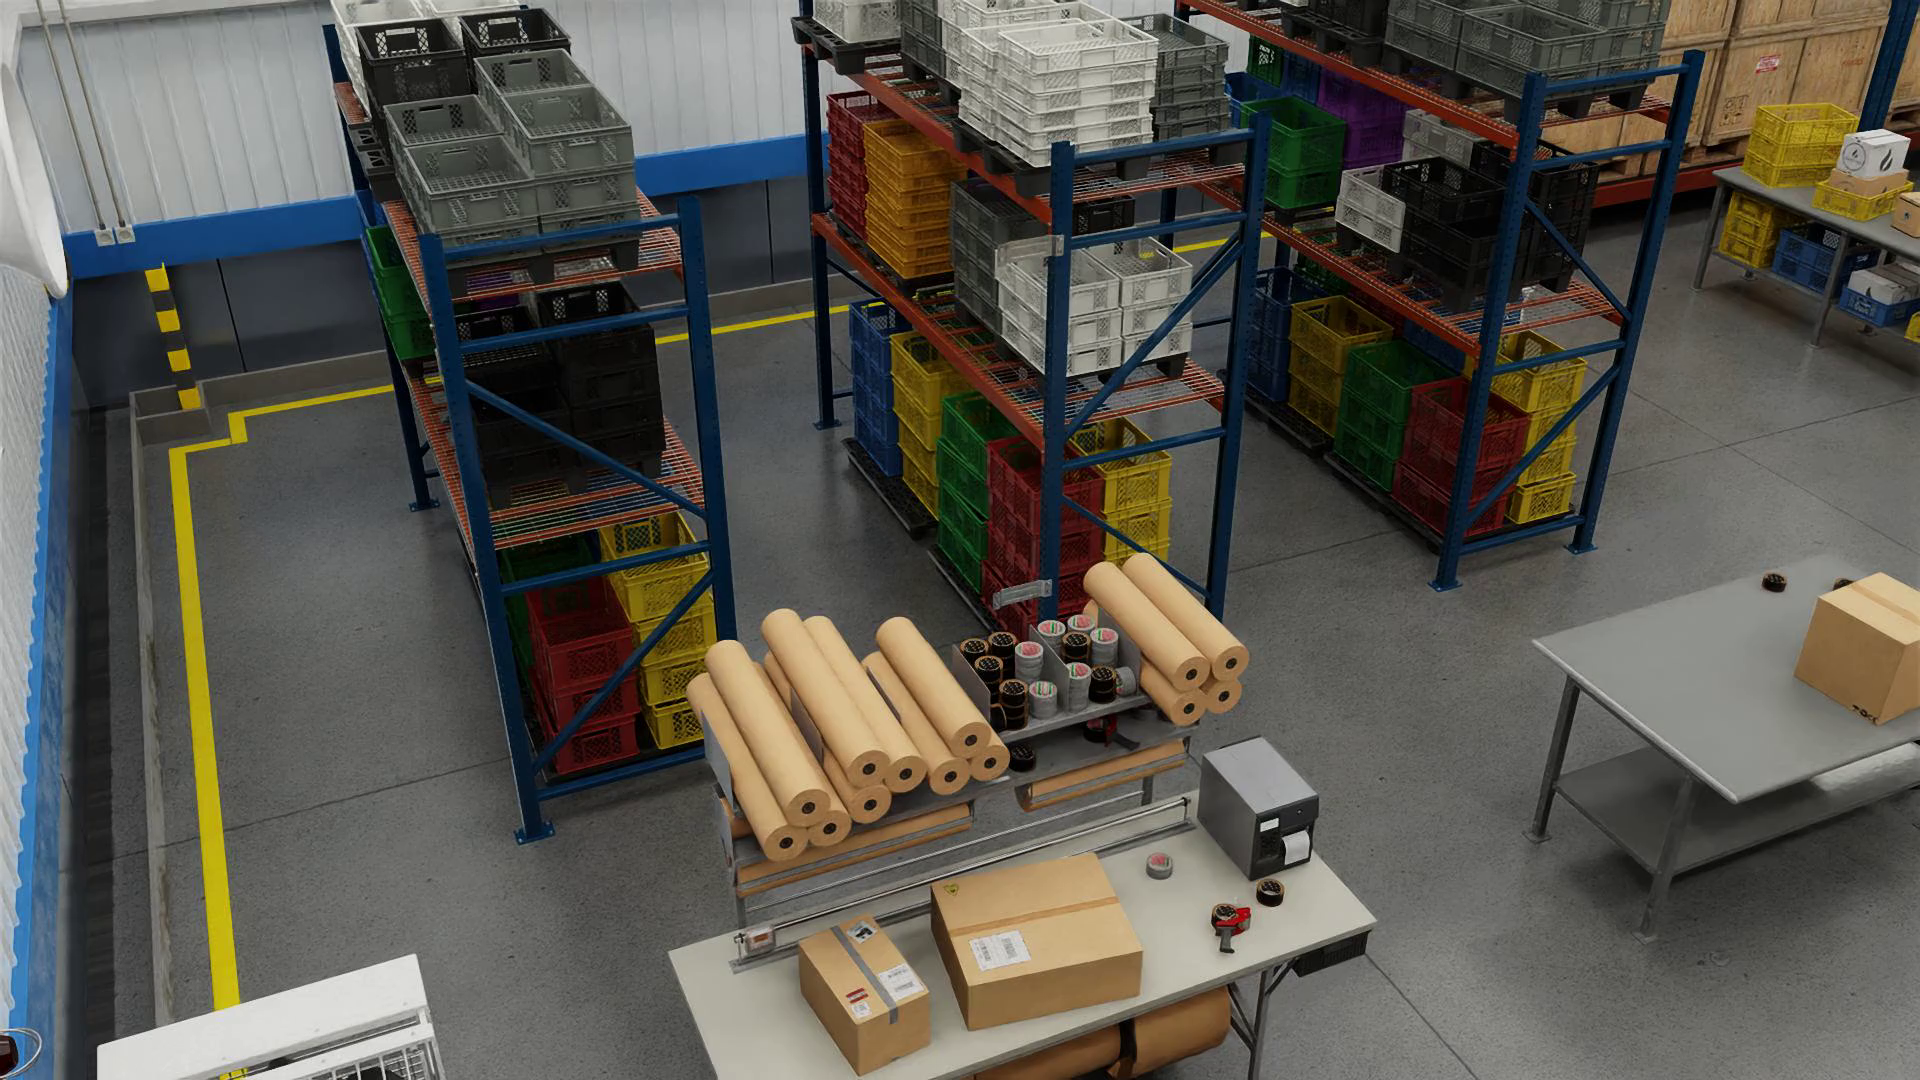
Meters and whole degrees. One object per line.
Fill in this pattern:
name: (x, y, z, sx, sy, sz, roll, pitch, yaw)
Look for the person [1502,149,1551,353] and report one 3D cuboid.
person: (3.708, -1.727, 11.234, 0.348, 1.883, 0.582, 21, 37, 30)
